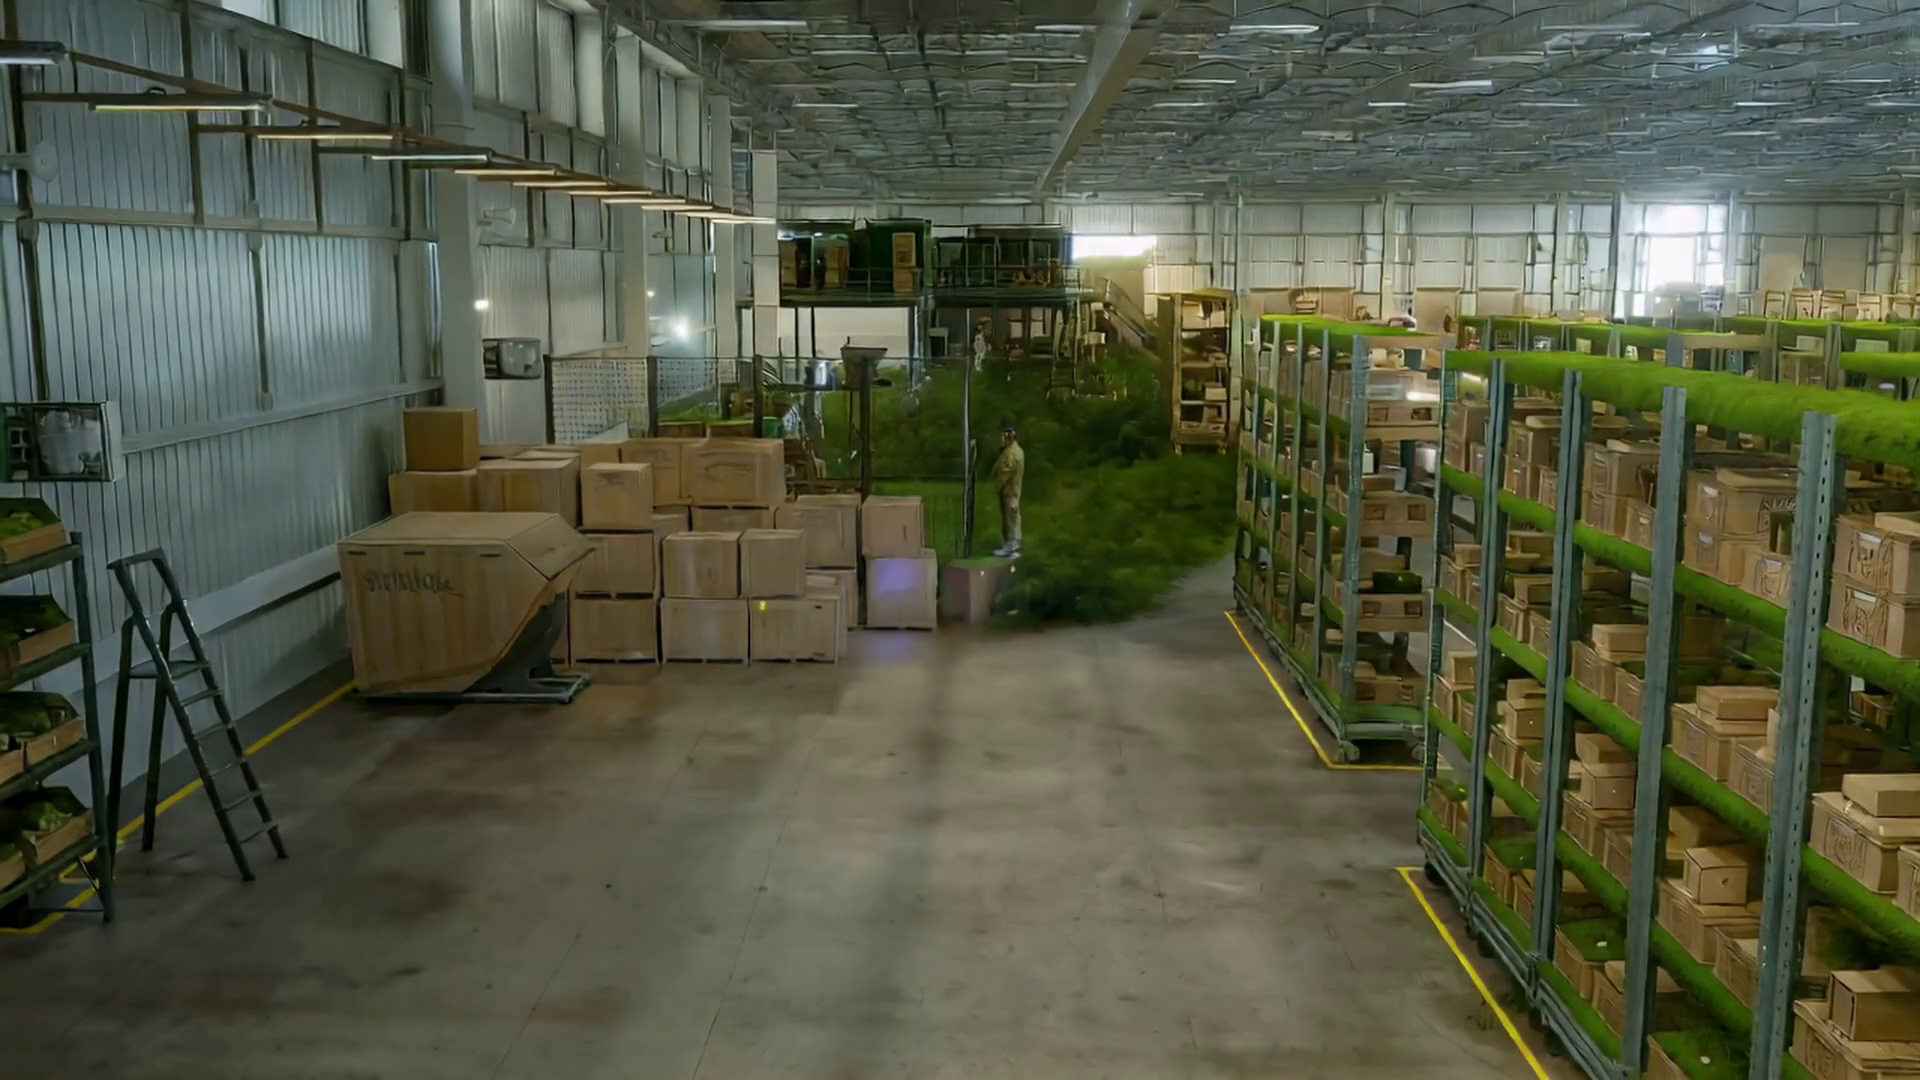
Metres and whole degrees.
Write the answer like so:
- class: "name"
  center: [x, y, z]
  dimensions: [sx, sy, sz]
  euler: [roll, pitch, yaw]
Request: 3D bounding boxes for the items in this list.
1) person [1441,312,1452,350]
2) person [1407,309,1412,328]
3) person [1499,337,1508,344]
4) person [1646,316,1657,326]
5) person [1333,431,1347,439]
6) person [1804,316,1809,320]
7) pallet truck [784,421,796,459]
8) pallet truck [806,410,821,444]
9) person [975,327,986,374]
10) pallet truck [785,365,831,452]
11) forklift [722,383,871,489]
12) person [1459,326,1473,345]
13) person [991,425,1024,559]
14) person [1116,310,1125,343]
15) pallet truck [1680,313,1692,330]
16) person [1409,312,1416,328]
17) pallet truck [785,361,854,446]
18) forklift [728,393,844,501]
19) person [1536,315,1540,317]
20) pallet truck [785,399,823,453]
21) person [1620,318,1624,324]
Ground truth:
- class: "person"
  center: [25.134, -10.769, 85.858]
  dimensions: [0.391, 1.946, 0.615]
  euler: [-2, 10, -15]
- class: "person"
  center: [25.599, -12.185, 94.699]
  dimensions: [0.395, 1.918, 0.591]
  euler: [7, 12, 37]
- class: "person"
  center: [17.530, -5.523, 53.368]
  dimensions: [0.770, 1.998, 0.699]
  euler: [0, 9, -1]
- class: "person"
  center: [33.857, -10.039, 81.455]
  dimensions: [0.382, 1.927, 0.639]
  euler: [-4, 10, -24]
- class: "person"
  center: [5.739, -0.914, 25.541]
  dimensions: [0.831, 1.806, 0.598]
  euler: [8, 12, 39]
- class: "person"
  center: [41.385, -10.034, 81.511]
  dimensions: [0.705, 1.887, 0.499]
  euler: [3, 10, 17]
- class: "pallet truck"
  center: [-4.013, -1.793, 32.705]
  dimensions: [1.601, 1.201, 0.680]
  euler: [0, 9, 1]
- class: "pallet truck"
  center: [-3.559, -2.018, 33.905]
  dimensions: [1.522, 1.261, 0.704]
  euler: [0, 9, -1]
- class: "person"
  center: [0.810, -7.498, 65.880]
  dimensions: [0.355, 1.885, 0.575]
  euler: [6, 11, 34]
- class: "pallet truck"
  center: [-3.774, -2.976, 37.635]
  dimensions: [1.885, 1.965, 0.823]
  euler: [1, 9, 5]
- class: "forklift"
  center: [-2.893, -1.687, 28.729]
  dimensions: [2.680, 1.987, 1.157]
  euler: [0, 9, -1]
- class: "person"
  center: [19.730, -7.409, 64.991]
  dimensions: [0.395, 1.993, 0.616]
  euler: [-6, 11, -34]
- class: "person"
  center: [0.680, -0.697, 23.846]
  dimensions: [0.410, 1.913, 0.643]
  euler: [-3, 10, -18]
- class: "person"
  center: [9.120, -12.148, 94.503]
  dimensions: [0.571, 1.927, 0.459]
  euler: [0, 9, 0]
- class: "pallet truck"
  center: [36.315, -10.531, 84.244]
  dimensions: [0.823, 1.965, 1.885]
  euler: [-6, 11, -33]
- class: "person"
  center: [23.938, -11.103, 87.954]
  dimensions: [0.373, 1.940, 0.630]
  euler: [0, 9, -1]
- class: "pallet truck"
  center: [-3.410, -3.193, 38.978]
  dimensions: [1.885, 1.965, 0.823]
  euler: [0, 9, -1]
- class: "forklift"
  center: [-2.979, -1.316, 26.476]
  dimensions: [2.680, 1.987, 1.157]
  euler: [0, 9, 1]
- class: "person"
  center: [31.371, -11.351, 90.240]
  dimensions: [0.322, 1.692, 0.533]
  euler: [4, 10, 24]
- class: "pallet truck"
  center: [-3.814, -2.432, 36.419]
  dimensions: [1.630, 1.274, 0.653]
  euler: [0, 9, 1]
- class: "person"
  center: [30.877, -9.430, 77.699]
  dimensions: [0.586, 1.918, 0.394]
  euler: [7, 11, 35]
